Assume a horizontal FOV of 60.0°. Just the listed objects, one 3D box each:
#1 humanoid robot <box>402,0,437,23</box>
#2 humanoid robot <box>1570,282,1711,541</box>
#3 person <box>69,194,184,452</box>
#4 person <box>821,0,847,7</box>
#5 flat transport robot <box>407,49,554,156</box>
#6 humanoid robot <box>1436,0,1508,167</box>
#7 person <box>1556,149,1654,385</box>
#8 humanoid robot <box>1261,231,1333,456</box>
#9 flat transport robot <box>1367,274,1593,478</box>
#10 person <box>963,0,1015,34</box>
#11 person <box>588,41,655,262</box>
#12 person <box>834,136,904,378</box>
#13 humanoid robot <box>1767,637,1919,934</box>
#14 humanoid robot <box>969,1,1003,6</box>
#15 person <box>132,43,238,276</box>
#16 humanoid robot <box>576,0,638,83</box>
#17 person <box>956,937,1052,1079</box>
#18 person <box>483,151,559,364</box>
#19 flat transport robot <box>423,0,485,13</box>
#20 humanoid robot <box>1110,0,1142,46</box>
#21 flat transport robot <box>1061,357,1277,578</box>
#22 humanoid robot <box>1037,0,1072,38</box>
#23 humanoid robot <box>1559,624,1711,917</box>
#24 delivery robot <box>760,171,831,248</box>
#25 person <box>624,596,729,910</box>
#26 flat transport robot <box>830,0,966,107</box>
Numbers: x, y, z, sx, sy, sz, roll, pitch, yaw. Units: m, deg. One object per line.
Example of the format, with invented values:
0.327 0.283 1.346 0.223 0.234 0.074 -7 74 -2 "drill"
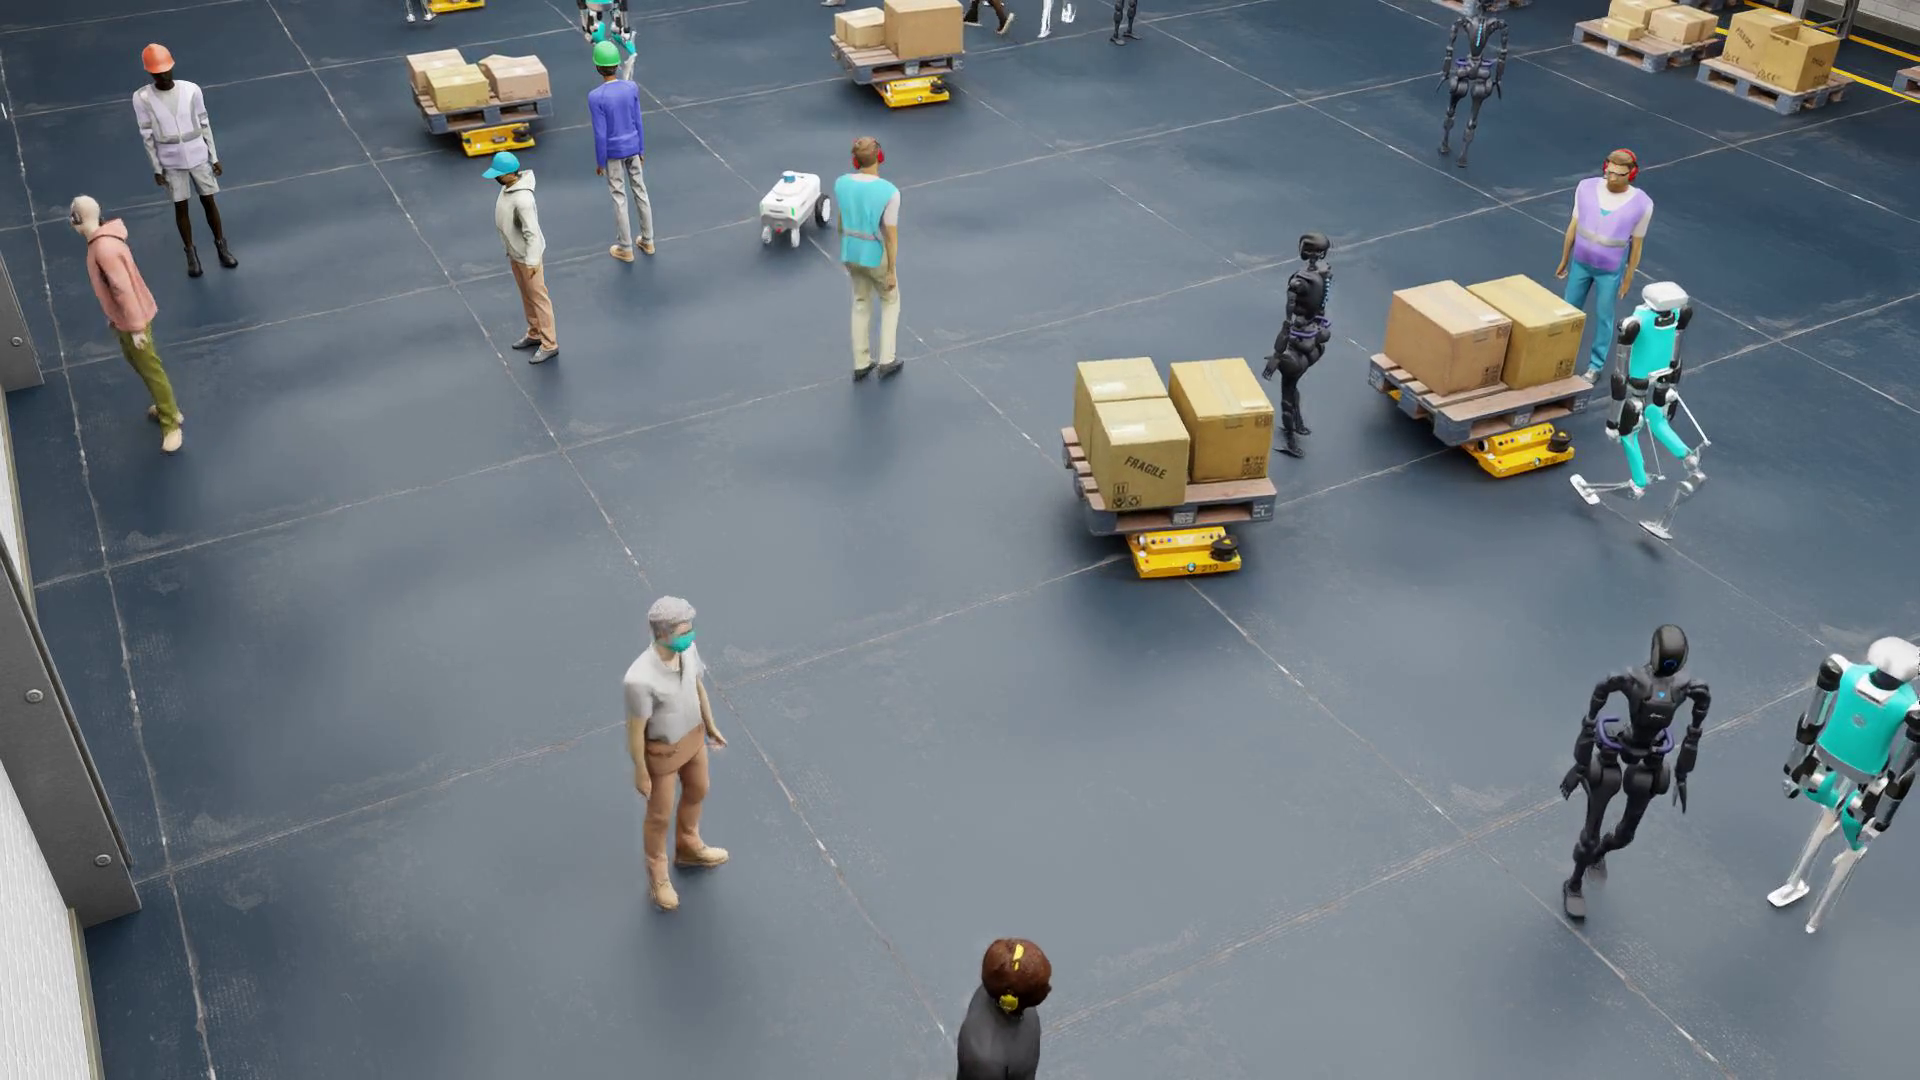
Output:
-6.322 -6.724 18.919 0.533 1.677 0.735 -3 35 -5 "humanoid robot"
4.413 -0.740 10.502 0.548 1.729 1.027 -15 38 -20 "humanoid robot"
-5.731 -1.495 11.532 0.350 1.794 0.661 -20 40 -26 "person"
-1.489 -7.333 19.730 0.429 1.938 0.566 6 35 9 "person"
-4.779 -4.232 16.758 0.659 0.231 1.431 -15 38 -20 "flat transport robot"
4.866 -4.420 15.806 0.609 1.641 0.561 7 36 9 "humanoid robot"
4.708 -2.020 12.240 0.559 1.836 0.396 29 44 34 "person"
2.319 -1.336 11.393 0.325 1.656 0.605 26 43 32 "humanoid robot"
3.720 -0.935 12.051 0.659 0.231 1.431 -14 37 -19 "flat transport robot"
0.289 -6.739 18.887 0.851 1.935 0.608 21 40 27 "person"
-2.858 -3.255 13.967 0.459 1.874 0.351 -24 42 -31 "person"
-0.691 -2.071 12.331 0.579 1.806 0.520 17 38 22 "person"
4.236 1.129 7.836 0.692 1.809 0.545 -23 41 -29 "humanoid robot"
0.367 -7.161 19.665 0.828 1.786 0.621 -15 38 -20 "humanoid robot"
-6.409 -3.144 13.751 0.542 1.939 0.359 -20 40 -26 "person"
-3.550 -5.250 16.993 0.543 1.873 0.658 8 36 11 "humanoid robot"
0.140 2.159 6.249 0.475 1.861 0.500 11 37 15 "person"
-3.302 -2.140 12.548 0.387 1.671 0.461 -21 40 -28 "person"
-6.342 -6.761 20.369 0.659 0.231 1.431 -17 39 -23 "flat transport robot"
1.940 -6.434 18.662 0.599 1.657 0.315 -27 43 -33 "humanoid robot"
1.355 -0.249 11.071 0.659 0.231 1.431 -5 35 -7 "flat transport robot"
1.107 -6.751 19.104 0.530 1.775 0.939 11 36 15 "humanoid robot"
3.201 1.075 7.973 0.584 1.665 0.524 4 35 5 "humanoid robot"
-1.483 -2.970 14.719 0.499 0.608 0.786 9 36 13 "delivery robot"
-1.412 1.009 8.011 0.291 1.722 0.568 20 40 26 "person"
-0.661 -4.999 17.854 0.659 0.231 1.431 -12 37 -16 "flat transport robot"
